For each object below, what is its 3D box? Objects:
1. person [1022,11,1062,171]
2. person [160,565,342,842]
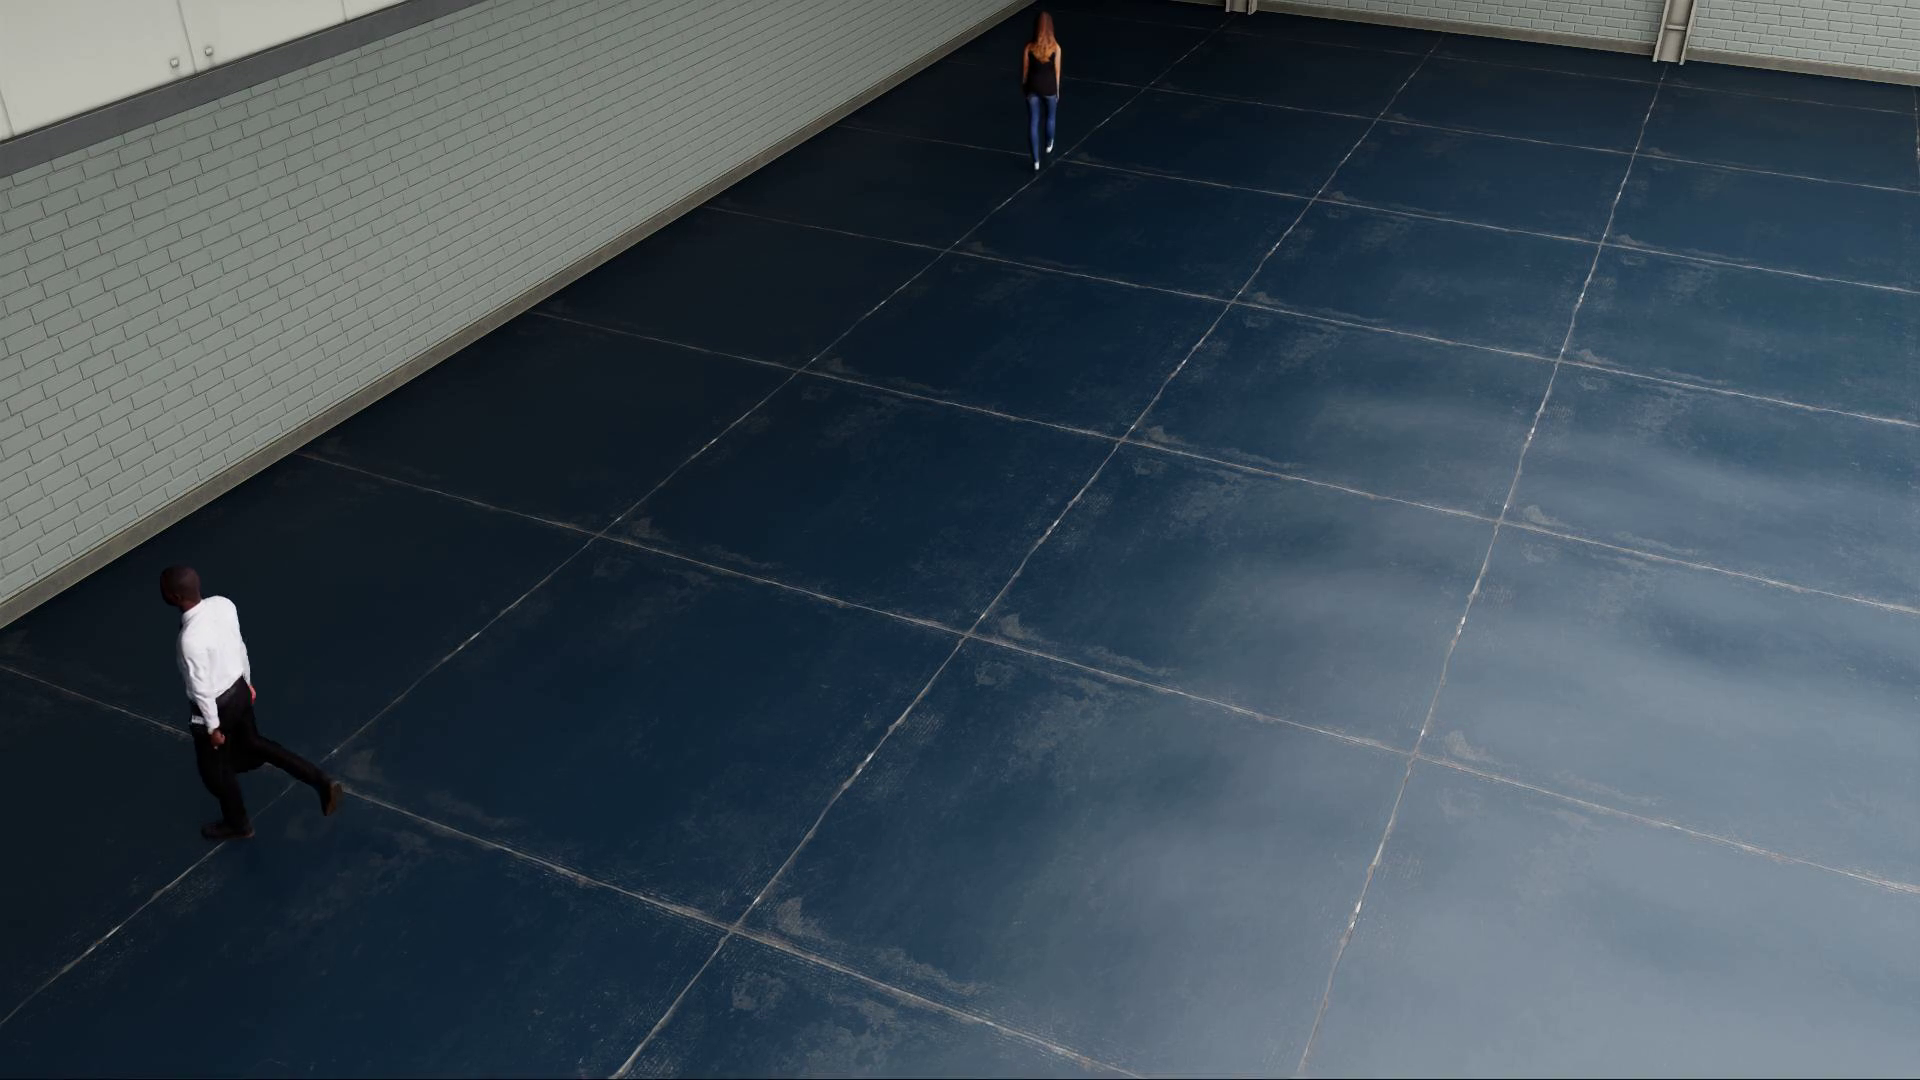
[{"bbox_3d":[0.898,-4.952,18.485,1.016,1.686,0.886,2,32,3],"label":"person"},{"bbox_3d":[-3.913,0.924,9.051,1.161,1.814,0.910,1,32,2],"label":"person"}]
